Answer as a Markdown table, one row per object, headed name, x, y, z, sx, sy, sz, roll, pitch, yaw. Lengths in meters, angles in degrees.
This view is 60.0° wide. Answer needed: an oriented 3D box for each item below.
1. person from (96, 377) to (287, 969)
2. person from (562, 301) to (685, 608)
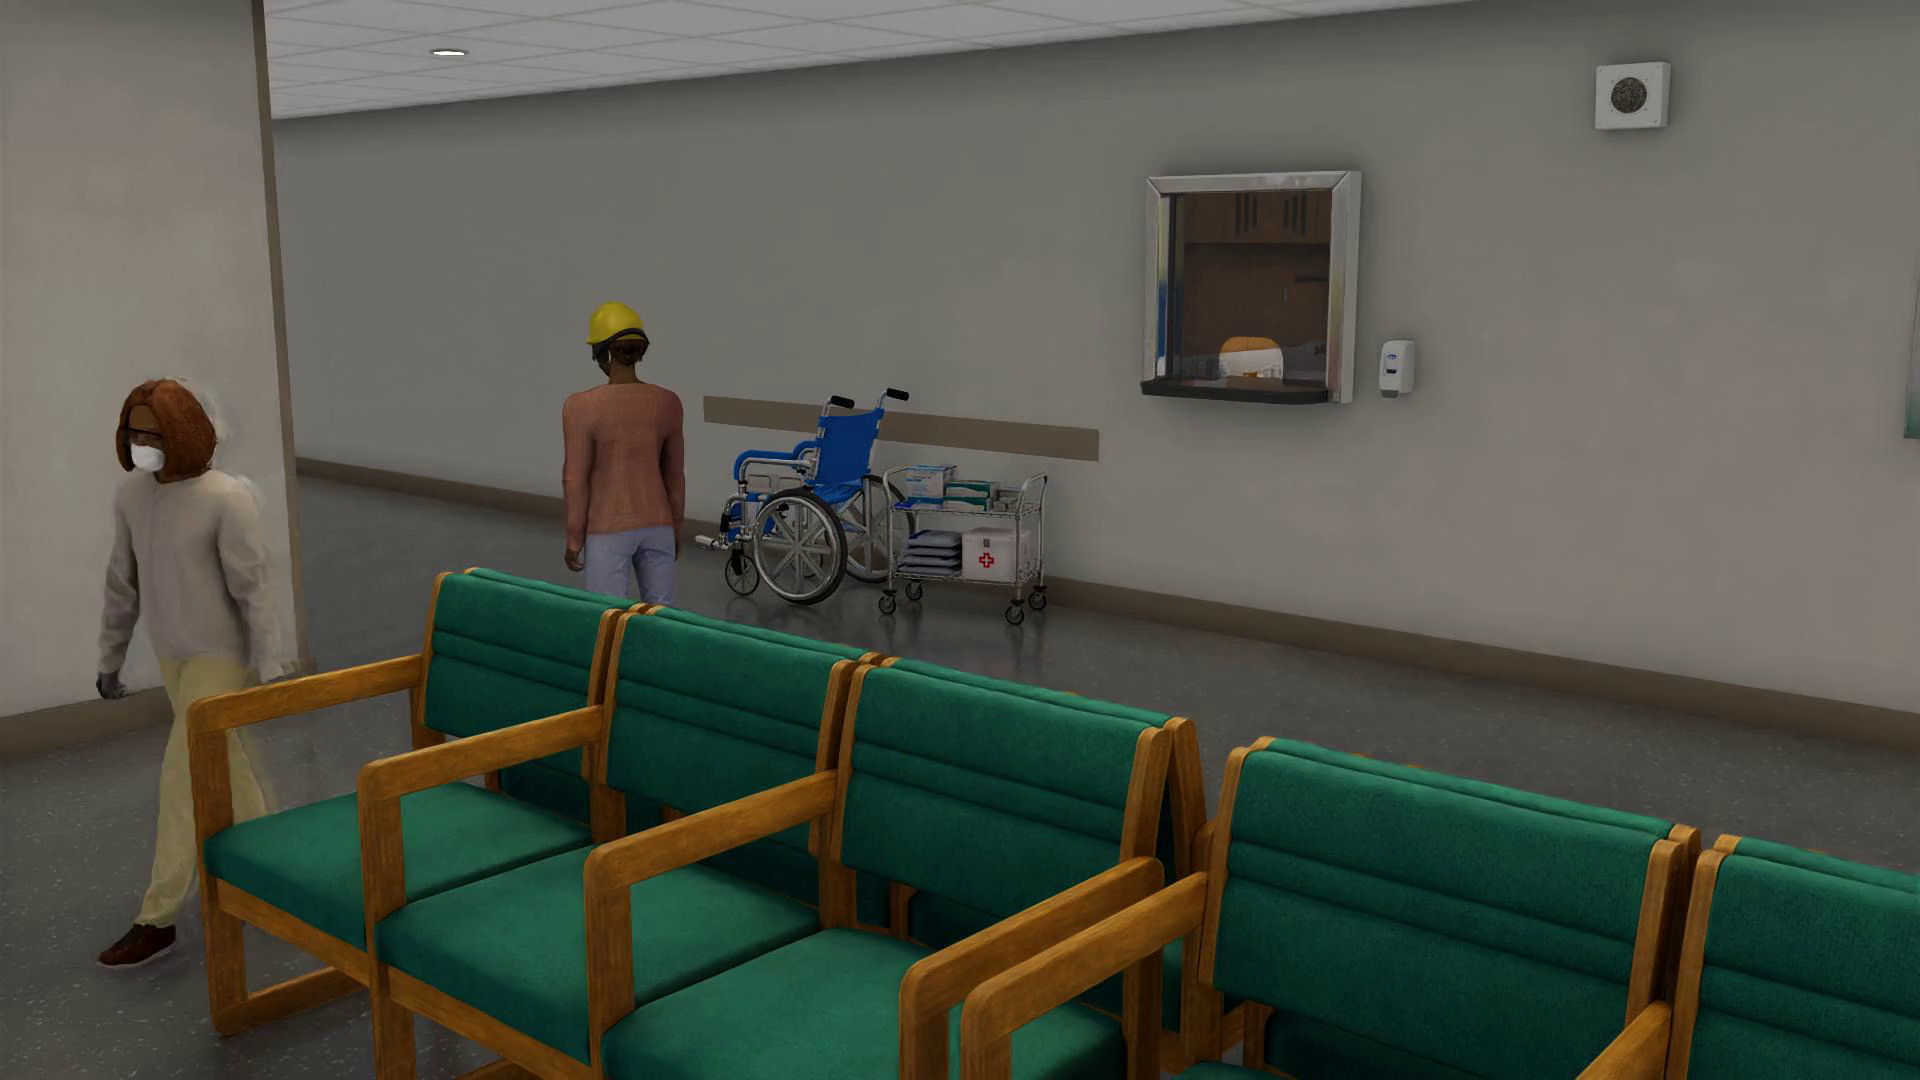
| name | x | y | z | sx | sy | sz | roll | pitch | yaw |
| --- | --- | --- | --- | --- | --- | --- | --- | --- | --- |
| person | -2.203 | 0.357 | 4.610 | 0.545 | 1.596 | 0.770 | 6 | 11 | 29 |
| person | -1.296 | -0.036 | 6.433 | 0.518 | 1.756 | 0.349 | -9 | 14 | -42 |
